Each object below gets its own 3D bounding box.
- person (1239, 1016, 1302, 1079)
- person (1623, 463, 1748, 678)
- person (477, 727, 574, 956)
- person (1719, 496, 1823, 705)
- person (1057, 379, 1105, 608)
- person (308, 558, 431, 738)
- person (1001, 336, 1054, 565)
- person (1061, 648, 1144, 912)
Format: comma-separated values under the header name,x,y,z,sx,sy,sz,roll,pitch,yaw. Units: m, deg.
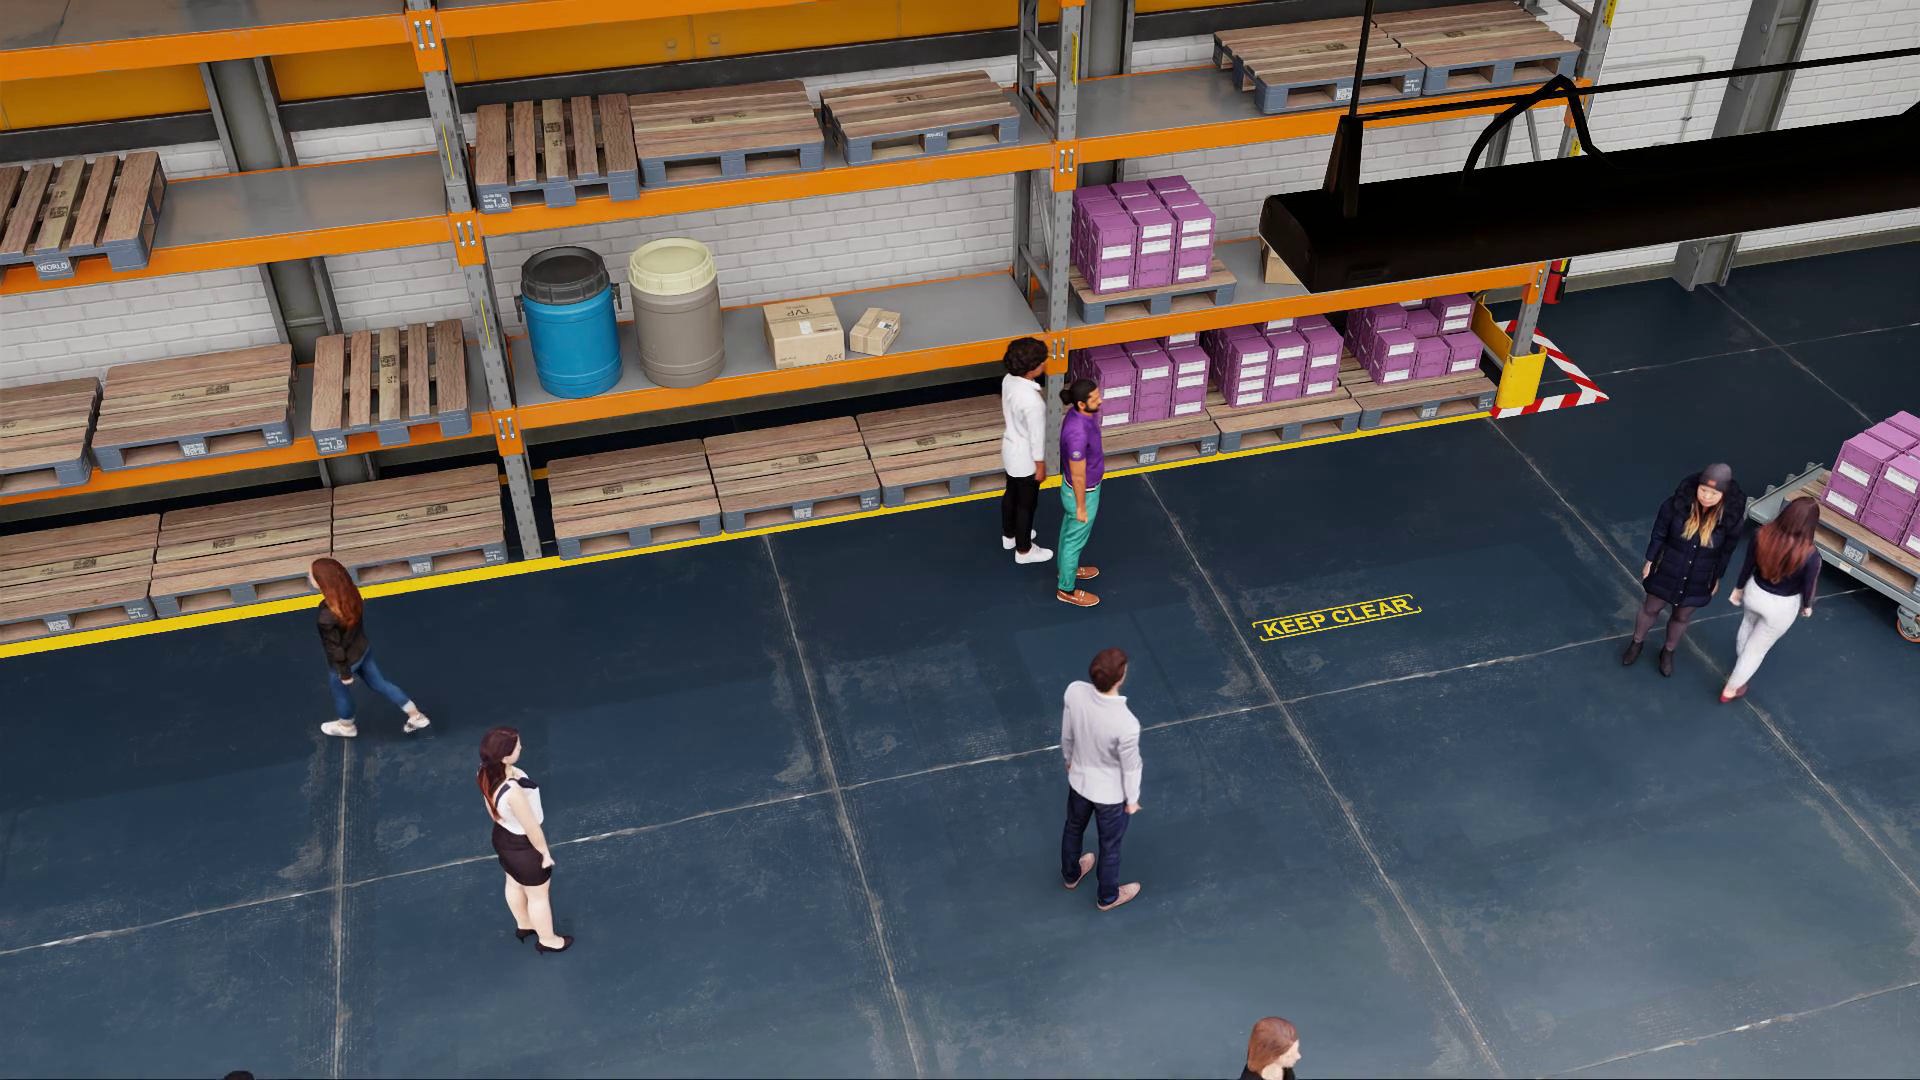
name,x,y,z,sx,sy,sz,roll,pitch,yaw
person,1.236,2.702,7.679,1.042,1.677,0.992,20,43,23
person,4.722,0.181,10.838,0.783,1.674,0.854,16,41,19
person,-2.389,1.645,9.023,0.639,1.651,0.670,28,46,31
person,5.125,0.425,10.597,0.875,1.593,0.762,-24,45,-27
person,0.811,-0.353,11.431,0.680,1.768,0.693,2,39,3
person,-3.730,0.705,10.354,1.036,1.458,0.814,6,39,7
person,0.446,-0.636,11.753,0.593,1.809,0.647,-14,41,-17
person,0.772,1.326,9.261,0.764,1.852,0.763,32,48,33
